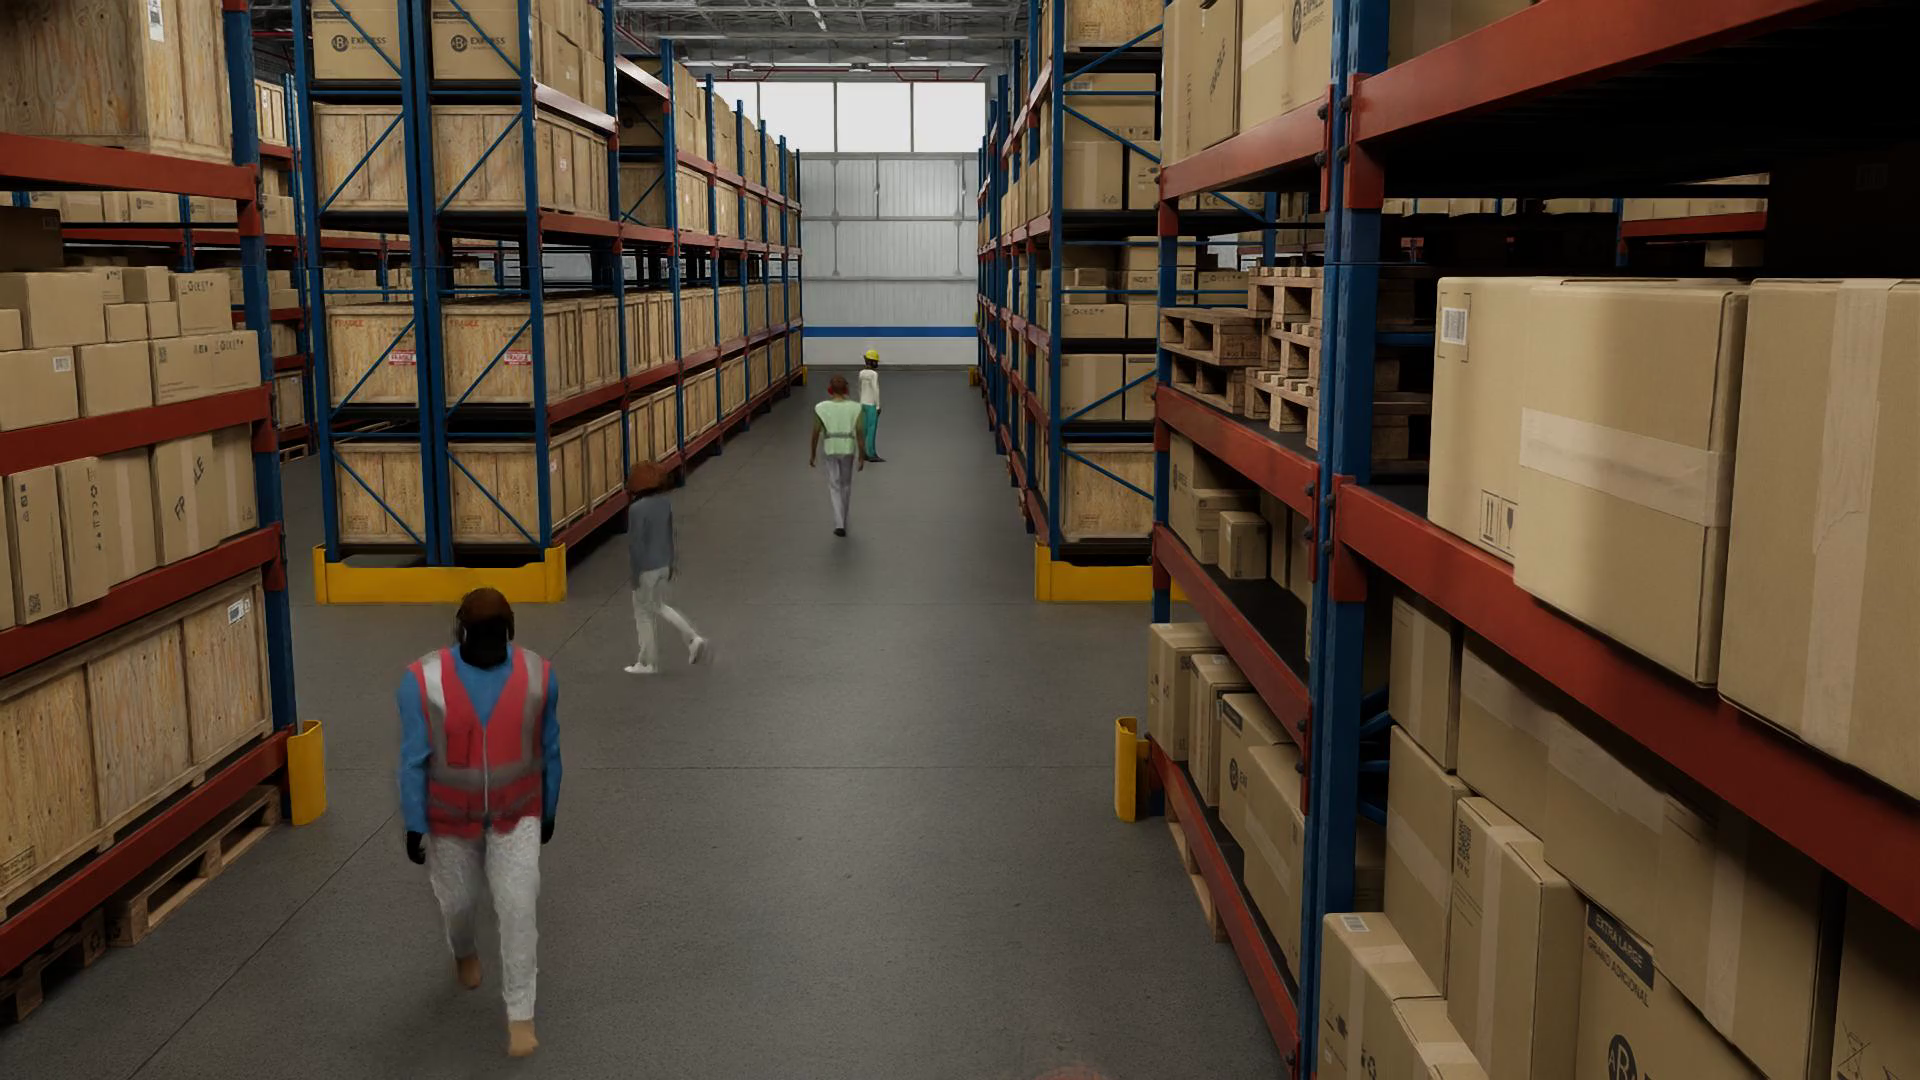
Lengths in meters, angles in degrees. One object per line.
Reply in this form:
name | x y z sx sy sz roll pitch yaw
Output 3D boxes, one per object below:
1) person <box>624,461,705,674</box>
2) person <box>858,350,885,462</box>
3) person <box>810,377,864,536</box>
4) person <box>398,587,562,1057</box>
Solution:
person | -2.237 0.219 12.390 0.549 1.619 0.510 4 10 23
person | -1.400 -2.109 26.221 0.327 1.760 0.523 -6 11 -34
person | -1.416 -0.978 19.157 0.596 1.792 0.961 -2 10 -15
person | -1.904 1.058 6.649 0.623 1.814 0.829 -3 10 -18
